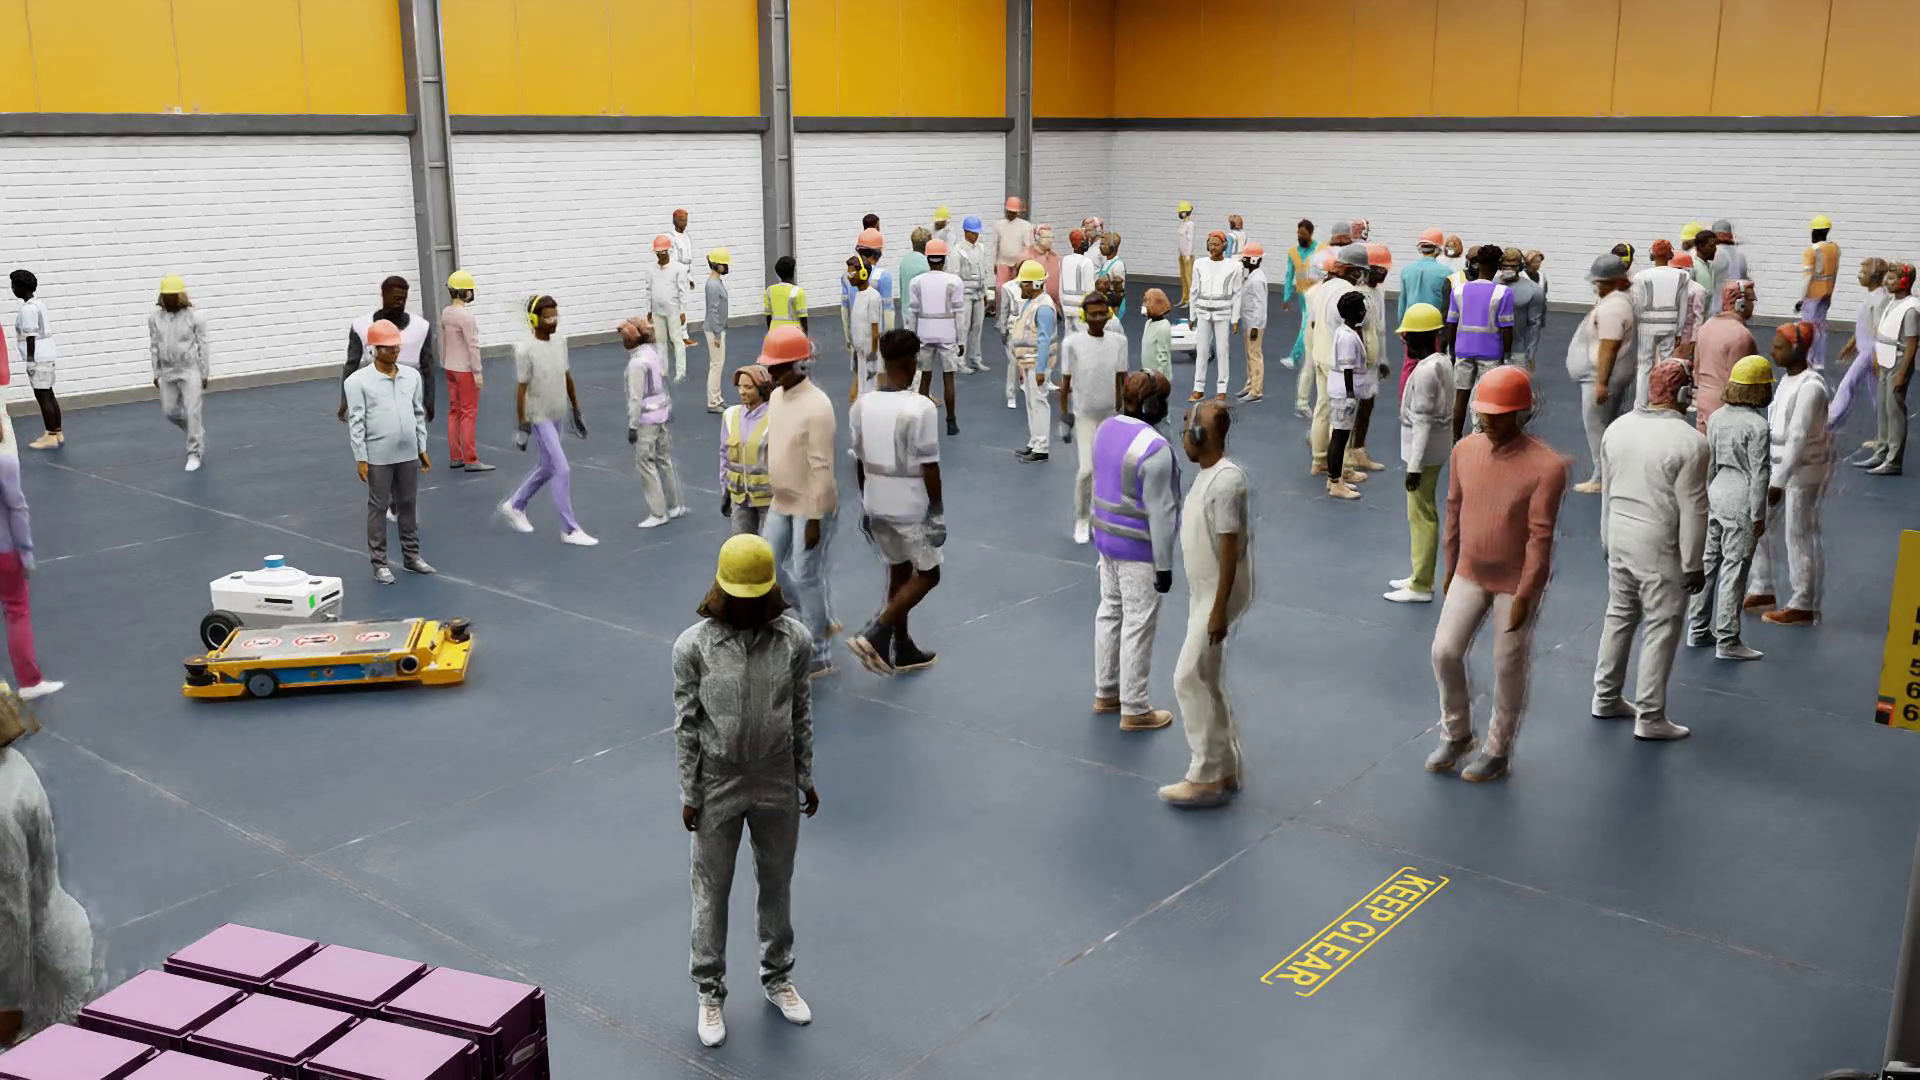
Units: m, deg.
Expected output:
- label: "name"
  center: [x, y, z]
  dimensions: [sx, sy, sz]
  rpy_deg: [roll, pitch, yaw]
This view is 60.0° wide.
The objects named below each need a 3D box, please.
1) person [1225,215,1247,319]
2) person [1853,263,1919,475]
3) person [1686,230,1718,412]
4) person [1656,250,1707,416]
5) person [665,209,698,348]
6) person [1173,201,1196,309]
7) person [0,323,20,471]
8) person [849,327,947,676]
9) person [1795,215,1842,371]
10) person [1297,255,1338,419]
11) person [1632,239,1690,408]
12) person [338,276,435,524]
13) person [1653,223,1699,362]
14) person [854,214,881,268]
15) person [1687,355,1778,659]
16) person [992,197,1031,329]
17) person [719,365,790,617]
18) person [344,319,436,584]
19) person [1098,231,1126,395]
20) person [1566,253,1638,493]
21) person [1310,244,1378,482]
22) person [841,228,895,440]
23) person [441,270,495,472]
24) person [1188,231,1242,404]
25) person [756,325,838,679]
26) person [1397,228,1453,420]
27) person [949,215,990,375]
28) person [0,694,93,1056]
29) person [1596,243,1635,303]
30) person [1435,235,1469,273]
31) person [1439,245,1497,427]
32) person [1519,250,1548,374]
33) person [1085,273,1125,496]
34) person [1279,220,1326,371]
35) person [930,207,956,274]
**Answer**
- label: "person"
  center: [4.303, -4.258, 26.020]
  dimensions: [0.313, 1.633, 0.519]
  rpy_deg: [11, 18, 38]
- label: "person"
  center: [8.160, -1.481, 14.487]
  dimensions: [0.387, 1.845, 0.565]
  rpy_deg: [3, 14, 13]
- label: "person"
  center: [7.851, -2.347, 17.802]
  dimensions: [0.391, 1.919, 0.587]
  rpy_deg: [12, 18, 40]
- label: "person"
  center: [7.378, -2.111, 17.195]
  dimensions: [0.324, 1.749, 0.572]
  rpy_deg: [-9, 17, -32]
- label: "person"
  center: [-3.832, -3.578, 22.794]
  dimensions: [0.355, 1.881, 0.572]
  rpy_deg: [5, 15, 20]
- label: "person"
  center: [3.739, -4.728, 27.687]
  dimensions: [0.339, 1.737, 0.525]
  rpy_deg: [-3, 14, -12]
- label: "person"
  center: [-8.421, -1.403, 14.396]
  dimensions: [0.354, 1.740, 0.569]
  rpy_deg: [-8, 16, -28]
- label: "person"
  center: [-0.369, -0.179, 9.087]
  dimensions: [0.642, 1.943, 0.562]
  rpy_deg: [14, 19, 43]
- label: "person"
  center: [10.576, -3.047, 20.583]
  dimensions: [0.593, 1.923, 0.382]
  rpy_deg: [-7, 16, -26]
- label: "person"
  center: [3.785, -2.055, 17.044]
  dimensions: [0.578, 1.704, 0.781]
  rpy_deg: [-10, 17, -34]
- label: "person"
  center: [7.096, -2.119, 16.959]
  dimensions: [0.573, 1.885, 0.357]
  rpy_deg: [0, 14, 0]
- label: "person"
  center: [-4.396, -1.074, 12.776]
  dimensions: [0.712, 1.894, 0.582]
  rpy_deg: [-4, 15, -15]
- label: "person"
  center: [9.171, -3.124, 21.141]
  dimensions: [0.501, 1.798, 0.606]
  rpy_deg: [-4, 15, -16]
- label: "person"
  center: [-1.178, -3.169, 21.107]
  dimensions: [0.381, 1.910, 0.590]
  rpy_deg: [-5, 15, -21]
- label: "person"
  center: [4.452, -0.190, 9.536]
  dimensions: [0.295, 1.744, 0.484]
  rpy_deg: [-3, 14, -14]
- label: "person"
  center: [0.741, -4.103, 24.747]
  dimensions: [0.609, 1.956, 0.735]
  rpy_deg: [3, 14, 13]
- label: "person"
  center: [-1.204, -0.234, 9.919]
  dimensions: [0.513, 1.642, 0.313]
  rpy_deg: [7, 16, 27]
- label: "person"
  center: [-3.803, -0.598, 11.137]
  dimensions: [0.320, 1.755, 0.563]
  rpy_deg: [11, 18, 36]
- label: "person"
  center: [1.682, -2.542, 18.729]
  dimensions: [0.345, 1.846, 0.506]
  rpy_deg: [-3, 14, -11]
- label: "person"
  center: [5.348, -1.409, 13.803]
  dimensions: [0.587, 2.000, 0.818]
  rpy_deg: [8, 16, 29]
- label: "person"
  center: [3.311, -1.532, 14.296]
  dimensions: [0.536, 2.000, 0.684]
  rpy_deg: [-4, 15, -14]
- label: "person"
  center: [-0.857, -1.966, 16.017]
  dimensions: [0.611, 2.046, 0.386]
  rpy_deg: [11, 18, 37]
- label: "person"
  center: [-4.361, -1.488, 14.677]
  dimensions: [0.328, 1.767, 0.531]
  rpy_deg: [-13, 19, -42]
- label: "person"
  center: [2.782, -2.434, 18.222]
  dimensions: [0.573, 1.883, 0.353]
  rpy_deg: [6, 15, 23]
- label: "person"
  center: [-0.890, -0.188, 9.068]
  dimensions: [0.442, 1.971, 0.623]
  rpy_deg: [-11, 18, -37]
- label: "person"
  center: [4.770, -2.191, 17.051]
  dimensions: [0.401, 1.989, 0.615]
  rpy_deg: [-13, 19, -42]
- label: "person"
  center: [0.126, -2.996, 20.361]
  dimensions: [0.415, 1.937, 0.622]
  rpy_deg: [12, 19, 40]
- label: "person"
  center: [-2.389, 1.096, 4.466]
  dimensions: [0.680, 1.710, 0.506]
  rpy_deg: [-9, 17, -32]
- label: "person"
  center: [6.524, -2.021, 16.611]
  dimensions: [0.328, 1.865, 0.520]
  rpy_deg: [-3, 14, -13]
- label: "person"
  center: [6.263, -3.079, 21.303]
  dimensions: [0.497, 1.633, 0.278]
  rpy_deg: [7, 16, 26]
- label: "person"
  center: [5.098, -2.007, 16.598]
  dimensions: [0.631, 1.843, 0.429]
  rpy_deg: [0, 14, 1]
- label: "person"
  center: [6.526, -2.546, 19.248]
  dimensions: [0.530, 1.603, 0.586]
  rpy_deg: [-9, 16, -31]
- label: "person"
  center: [1.178, -1.238, 13.516]
  dimensions: [0.351, 1.846, 0.507]
  rpy_deg: [-4, 15, -17]
- label: "person"
  center: [4.317, -3.044, 20.724]
  dimensions: [1.051, 1.846, 0.606]
  rpy_deg: [-12, 19, -40]
- label: "person"
  center: [-0.296, -4.152, 25.279]
  dimensions: [0.469, 1.794, 0.611]
  rpy_deg: [-12, 19, -41]
